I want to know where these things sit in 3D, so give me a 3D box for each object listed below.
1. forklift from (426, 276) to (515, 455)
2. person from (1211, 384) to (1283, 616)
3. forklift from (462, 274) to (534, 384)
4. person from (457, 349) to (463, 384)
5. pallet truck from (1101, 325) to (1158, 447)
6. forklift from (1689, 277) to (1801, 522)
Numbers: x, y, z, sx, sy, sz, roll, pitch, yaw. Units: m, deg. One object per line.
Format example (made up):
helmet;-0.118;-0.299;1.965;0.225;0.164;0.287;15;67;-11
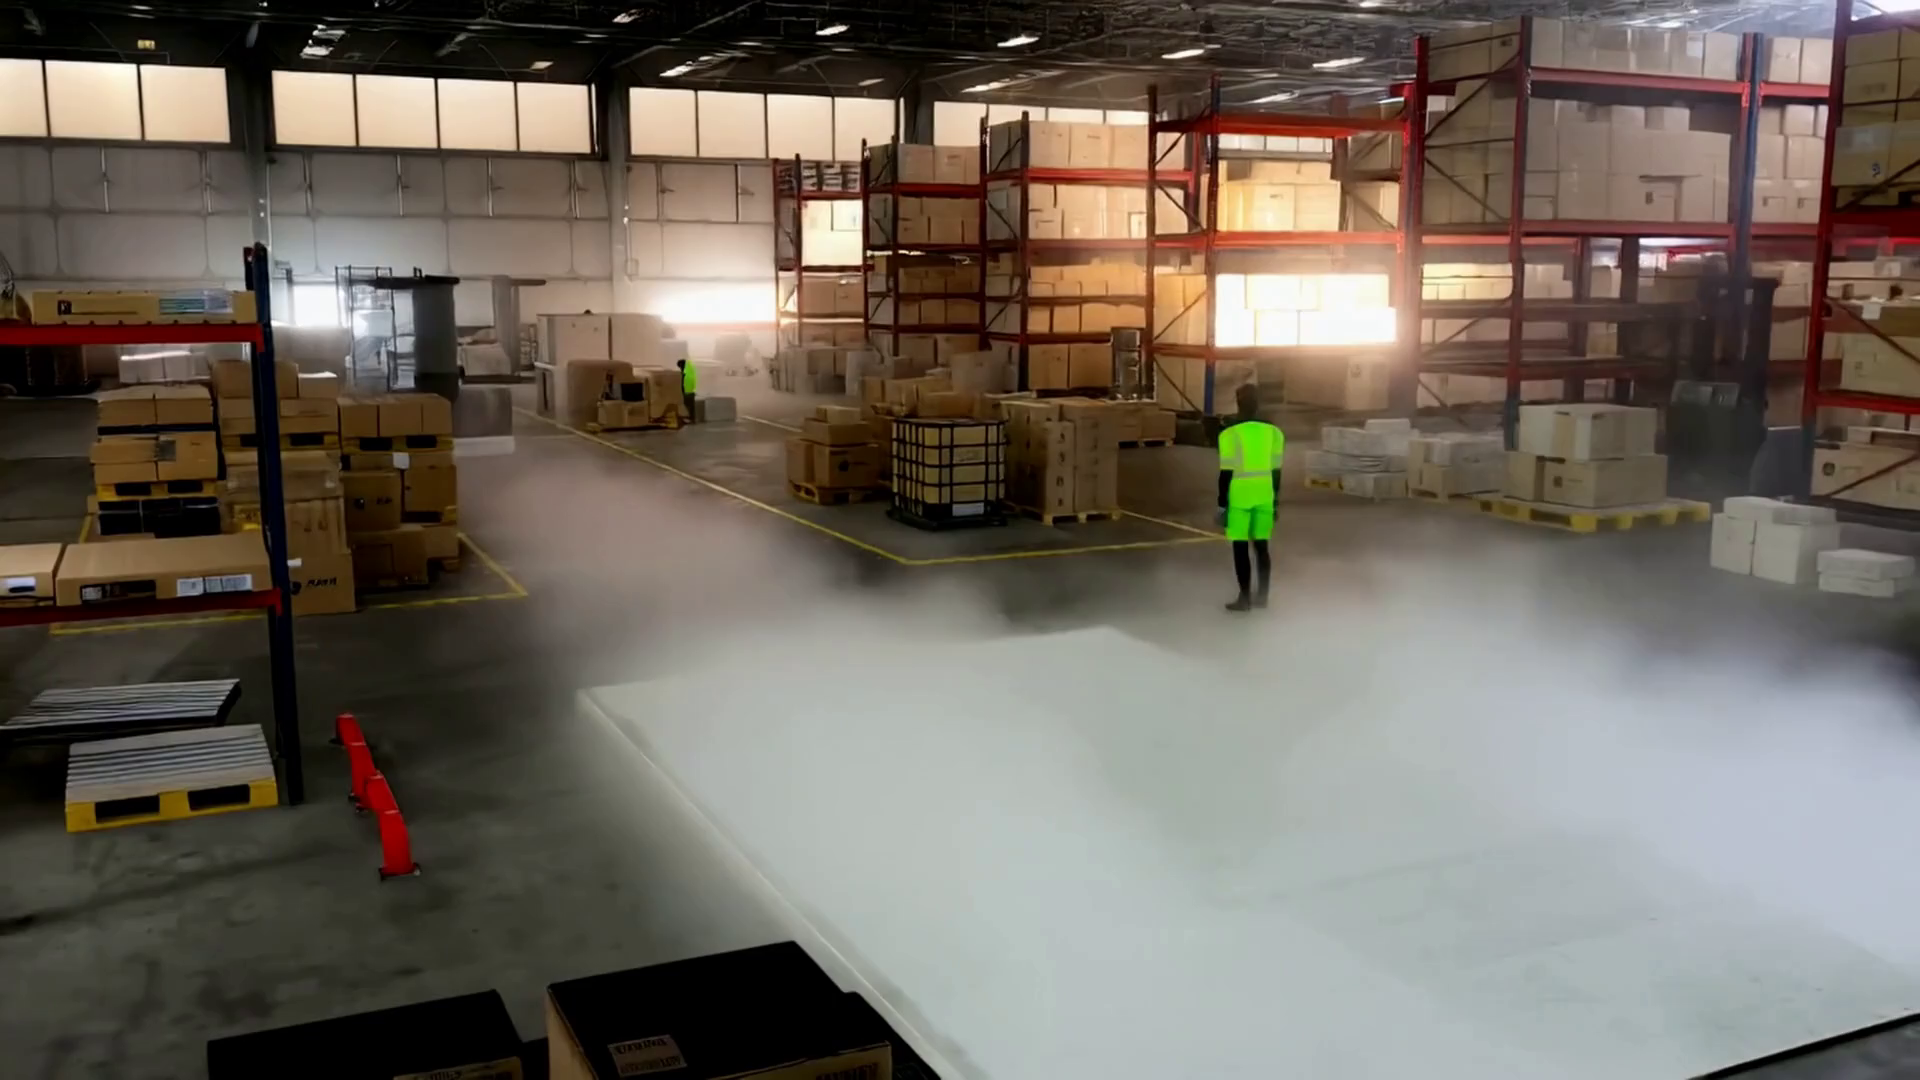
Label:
forklift;-8.069;-2.737;26.069;1.873;2.768;1.129;-4;10;-25
person;2.426;-0.333;14.063;0.632;1.956;0.436;-4;10;-22
forklift;-11.649;-5.347;42.258;1.873;2.768;1.129;-4;10;-25
person;-8.688;-2.603;27.977;0.614;1.994;0.381;-4;10;-25
pallet truck;2.881;-2.596;27.923;0.823;1.965;1.885;-1;9;-7
forklift;9.043;-1.694;19.594;1.873;2.768;1.129;-4;10;-25
